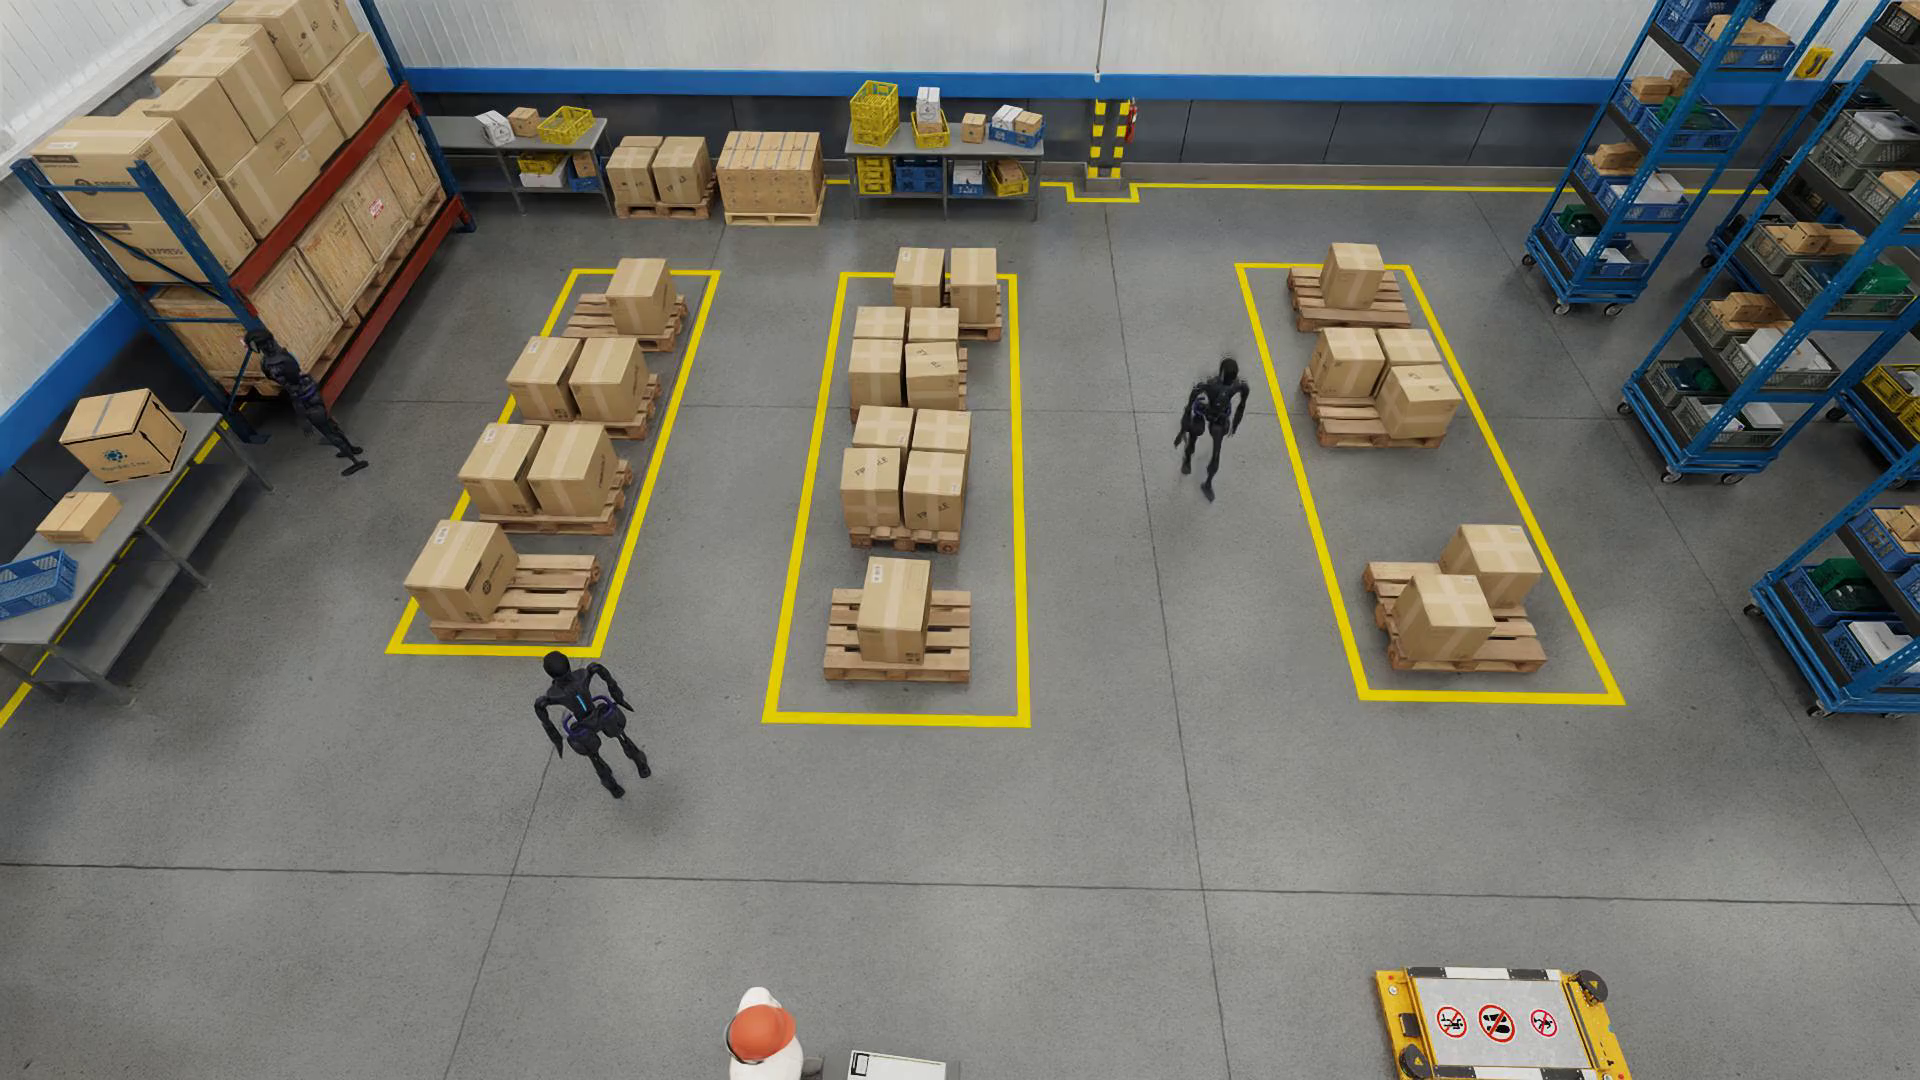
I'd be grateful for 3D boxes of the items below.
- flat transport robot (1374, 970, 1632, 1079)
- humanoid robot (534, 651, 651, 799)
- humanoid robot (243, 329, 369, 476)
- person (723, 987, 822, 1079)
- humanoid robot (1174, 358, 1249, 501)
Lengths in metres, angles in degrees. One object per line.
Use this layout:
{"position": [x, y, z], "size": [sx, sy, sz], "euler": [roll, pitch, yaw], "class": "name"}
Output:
{"position": [3.501, 3.133, 5.914], "size": [1.431, 0.197, 0.652], "euler": [1, 51, 1], "class": "flat transport robot"}
{"position": [-2.620, 1.301, 6.512], "size": [0.321, 1.651, 0.581], "euler": [37, 60, 26], "class": "humanoid robot"}
{"position": [-6.166, -1.298, 8.628], "size": [0.326, 1.656, 0.595], "euler": [-25, 55, -19], "class": "humanoid robot"}
{"position": [-0.993, 2.896, 5.021], "size": [0.403, 1.987, 0.618], "euler": [-4, 51, -3], "class": "person"}
{"position": [2.302, -1.101, 8.492], "size": [0.577, 1.609, 0.680], "euler": [5, 51, 4], "class": "humanoid robot"}
